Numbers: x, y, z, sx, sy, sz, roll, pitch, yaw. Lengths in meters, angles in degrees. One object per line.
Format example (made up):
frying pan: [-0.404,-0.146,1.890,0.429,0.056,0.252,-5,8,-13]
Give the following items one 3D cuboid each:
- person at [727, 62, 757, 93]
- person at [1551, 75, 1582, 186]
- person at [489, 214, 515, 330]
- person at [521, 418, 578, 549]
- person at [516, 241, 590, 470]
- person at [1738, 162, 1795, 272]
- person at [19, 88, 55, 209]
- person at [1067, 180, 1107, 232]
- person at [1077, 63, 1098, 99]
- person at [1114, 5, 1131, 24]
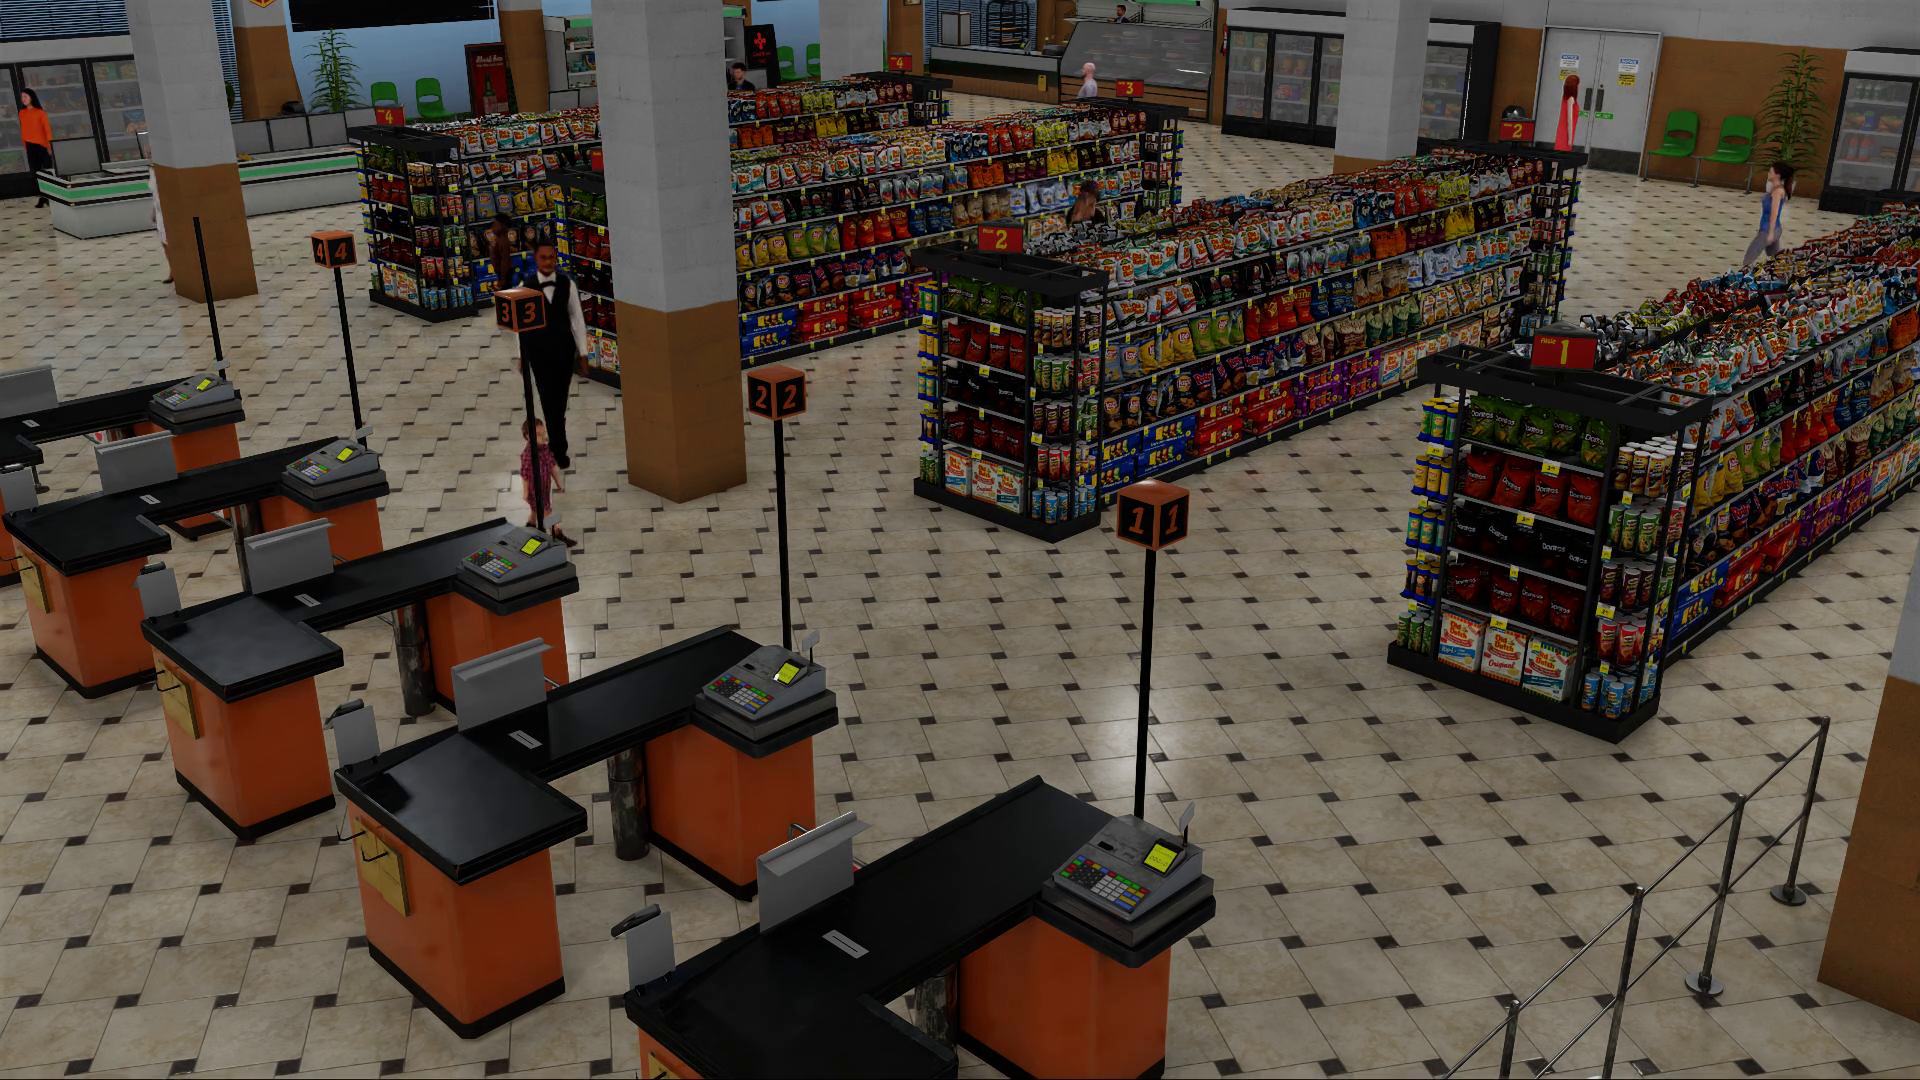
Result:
person: [-3.531,-6.781,26.935,0.784,1.885,0.780,7,23,16]
person: [9.335,-6.240,25.668,0.737,1.827,0.653,2,22,5]
person: [-5.000,-2.960,18.272,0.612,1.254,0.597,-7,23,-18]
person: [-3.137,-0.415,12.281,0.618,0.998,0.710,12,25,27]
person: [-3.440,-1.552,14.007,1.293,1.821,1.074,-9,24,-22]
person: [9.484,-3.559,19.338,0.807,1.571,1.021,13,25,29]
person: [-13.711,-5.837,24.767,0.709,1.749,0.730,4,22,11]
person: [1.202,-2.733,17.012,1.266,1.772,0.903,-11,25,-26]
person: [2.083,-6.889,27.266,0.816,1.838,0.733,2,22,6]
person: [3.714,-11.423,38.511,0.624,1.868,0.561,20,30,41]
